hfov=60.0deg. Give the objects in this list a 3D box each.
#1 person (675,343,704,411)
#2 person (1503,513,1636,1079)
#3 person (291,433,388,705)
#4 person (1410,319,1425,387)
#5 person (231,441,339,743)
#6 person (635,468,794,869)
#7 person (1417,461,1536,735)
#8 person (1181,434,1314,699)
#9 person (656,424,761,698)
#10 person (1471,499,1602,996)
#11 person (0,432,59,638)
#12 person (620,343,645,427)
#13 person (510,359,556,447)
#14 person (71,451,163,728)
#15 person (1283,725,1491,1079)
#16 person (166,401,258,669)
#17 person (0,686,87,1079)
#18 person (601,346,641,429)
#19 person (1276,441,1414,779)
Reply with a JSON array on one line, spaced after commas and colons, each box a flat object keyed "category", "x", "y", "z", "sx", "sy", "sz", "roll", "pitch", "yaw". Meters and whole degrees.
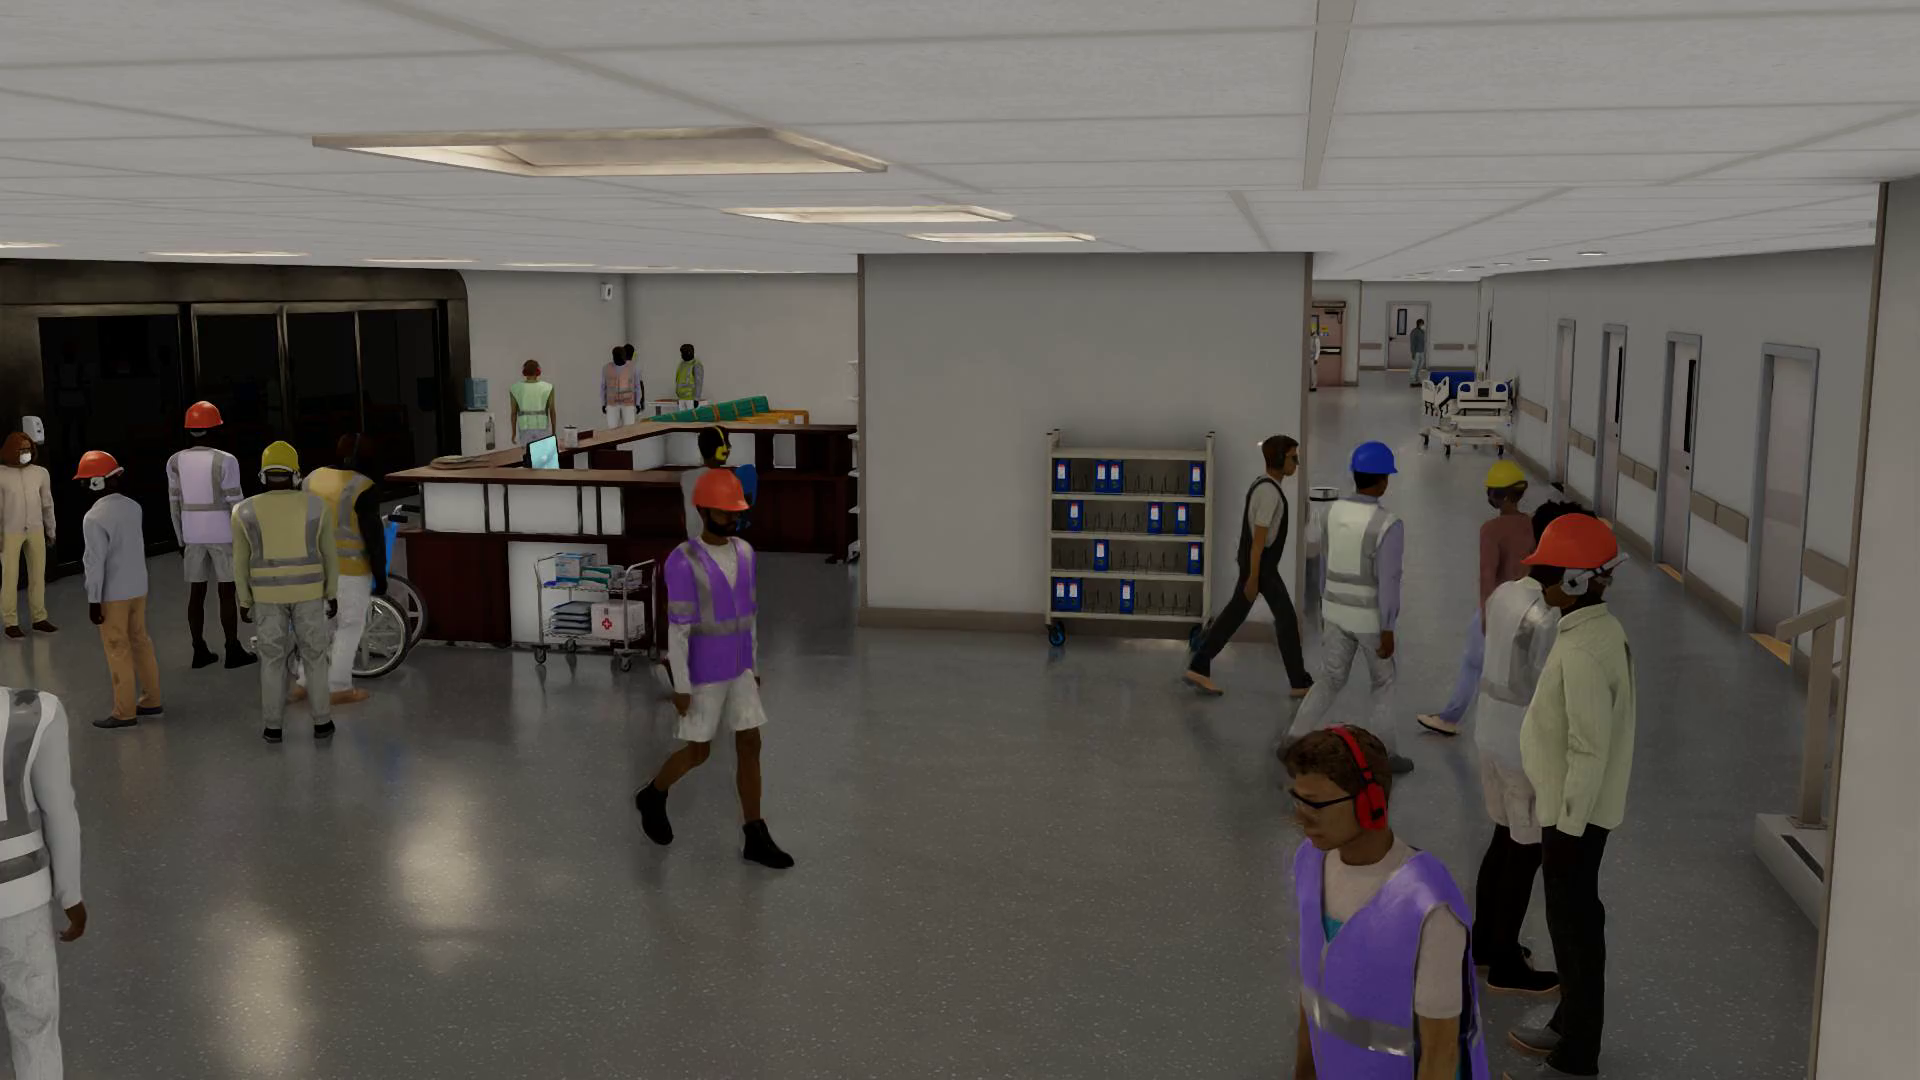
[{"category": "person", "x": -4.570, "y": -2.385, "z": 27.978, "sx": 0.429, "sy": 1.842, "sz": 0.626, "roll": -8, "pitch": 12, "yaw": -42}, {"category": "person", "x": 2.074, "y": 0.899, "z": 5.666, "sx": 0.388, "sy": 1.992, "sz": 0.625, "roll": 4, "pitch": 9, "yaw": 23}, {"category": "person", "x": -4.077, "y": 0.192, "z": 11.011, "sx": 0.656, "sy": 1.804, "sz": 0.458, "roll": 4, "pitch": 10, "yaw": 26}, {"category": "person", "x": 12.850, "y": -5.251, "z": 46.708, "sx": 0.374, "sy": 1.930, "sz": 0.637, "roll": 8, "pitch": 12, "yaw": 44}, {"category": "person", "x": -4.070, "y": 0.316, "z": 10.075, "sx": 0.590, "sy": 1.833, "sz": 0.404, "roll": -4, "pitch": 9, "yaw": -22}, {"category": "person", "x": -1.198, "y": 0.595, "z": 7.974, "sx": 0.864, "sy": 1.912, "sz": 0.559, "roll": 7, "pitch": 11, "yaw": 38}, {"category": "person", "x": 3.244, "y": 0.386, "z": 9.987, "sx": 0.530, "sy": 1.720, "sz": 0.886, "roll": -5, "pitch": 10, "yaw": -31}, {"category": "person", "x": 1.967, "y": 0.186, "z": 11.100, "sx": 1.008, "sy": 1.794, "sz": 0.518, "roll": 0, "pitch": 9, "yaw": 3}, {"category": "person", "x": -1.719, "y": 0.143, "z": 11.207, "sx": 0.518, "sy": 1.845, "sz": 0.803, "roll": 5, "pitch": 10, "yaw": 32}, {"category": "person", "x": 2.231, "y": 0.806, "z": 6.463, "sx": 0.441, "sy": 1.945, "sz": 0.615, "roll": -1, "pitch": 9, "yaw": -5}, {"category": "person", "x": -7.410, "y": -0.044, "z": 13.161, "sx": 0.285, "sy": 1.627, "sz": 0.504, "roll": 6, "pitch": 10, "yaw": 33}, {"category": "person", "x": -5.409, "y": -2.273, "z": 27.163, "sx": 0.517, "sy": 1.863, "sz": 0.327, "roll": -2, "pitch": 9, "yaw": -16}, {"category": "person", "x": -5.492, "y": -1.401, "z": 21.434, "sx": 0.571, "sy": 1.840, "sz": 0.374, "roll": -2, "pitch": 9, "yaw": -15}, {"category": "person", "x": -5.329, "y": 0.306, "z": 10.449, "sx": 0.365, "sy": 1.743, "sz": 0.559, "roll": 0, "pitch": 9, "yaw": 3}, {"category": "person", "x": 0.914, "y": 1.285, "z": 3.828, "sx": 0.541, "sy": 1.794, "sz": 0.754, "roll": -3, "pitch": 9, "yaw": -20}, {"category": "person", "x": -5.408, "y": -0.032, "z": 12.020, "sx": 0.545, "sy": 1.942, "sz": 0.354, "roll": 1, "pitch": 9, "yaw": 5}, {"category": "person", "x": -2.920, "y": 1.069, "z": 4.939, "sx": 0.577, "sy": 1.880, "sz": 0.385, "roll": -3, "pitch": 9, "yaw": -21}, {"category": "person", "x": -5.418, "y": -2.172, "z": 26.562, "sx": 0.634, "sy": 1.839, "sz": 0.429, "roll": 0, "pitch": 9, "yaw": -3}, {"category": "person", "x": 2.156, "y": 0.408, "z": 9.210, "sx": 0.890, "sy": 1.920, "sz": 0.612, "roll": -6, "pitch": 10, "yaw": -34}]
